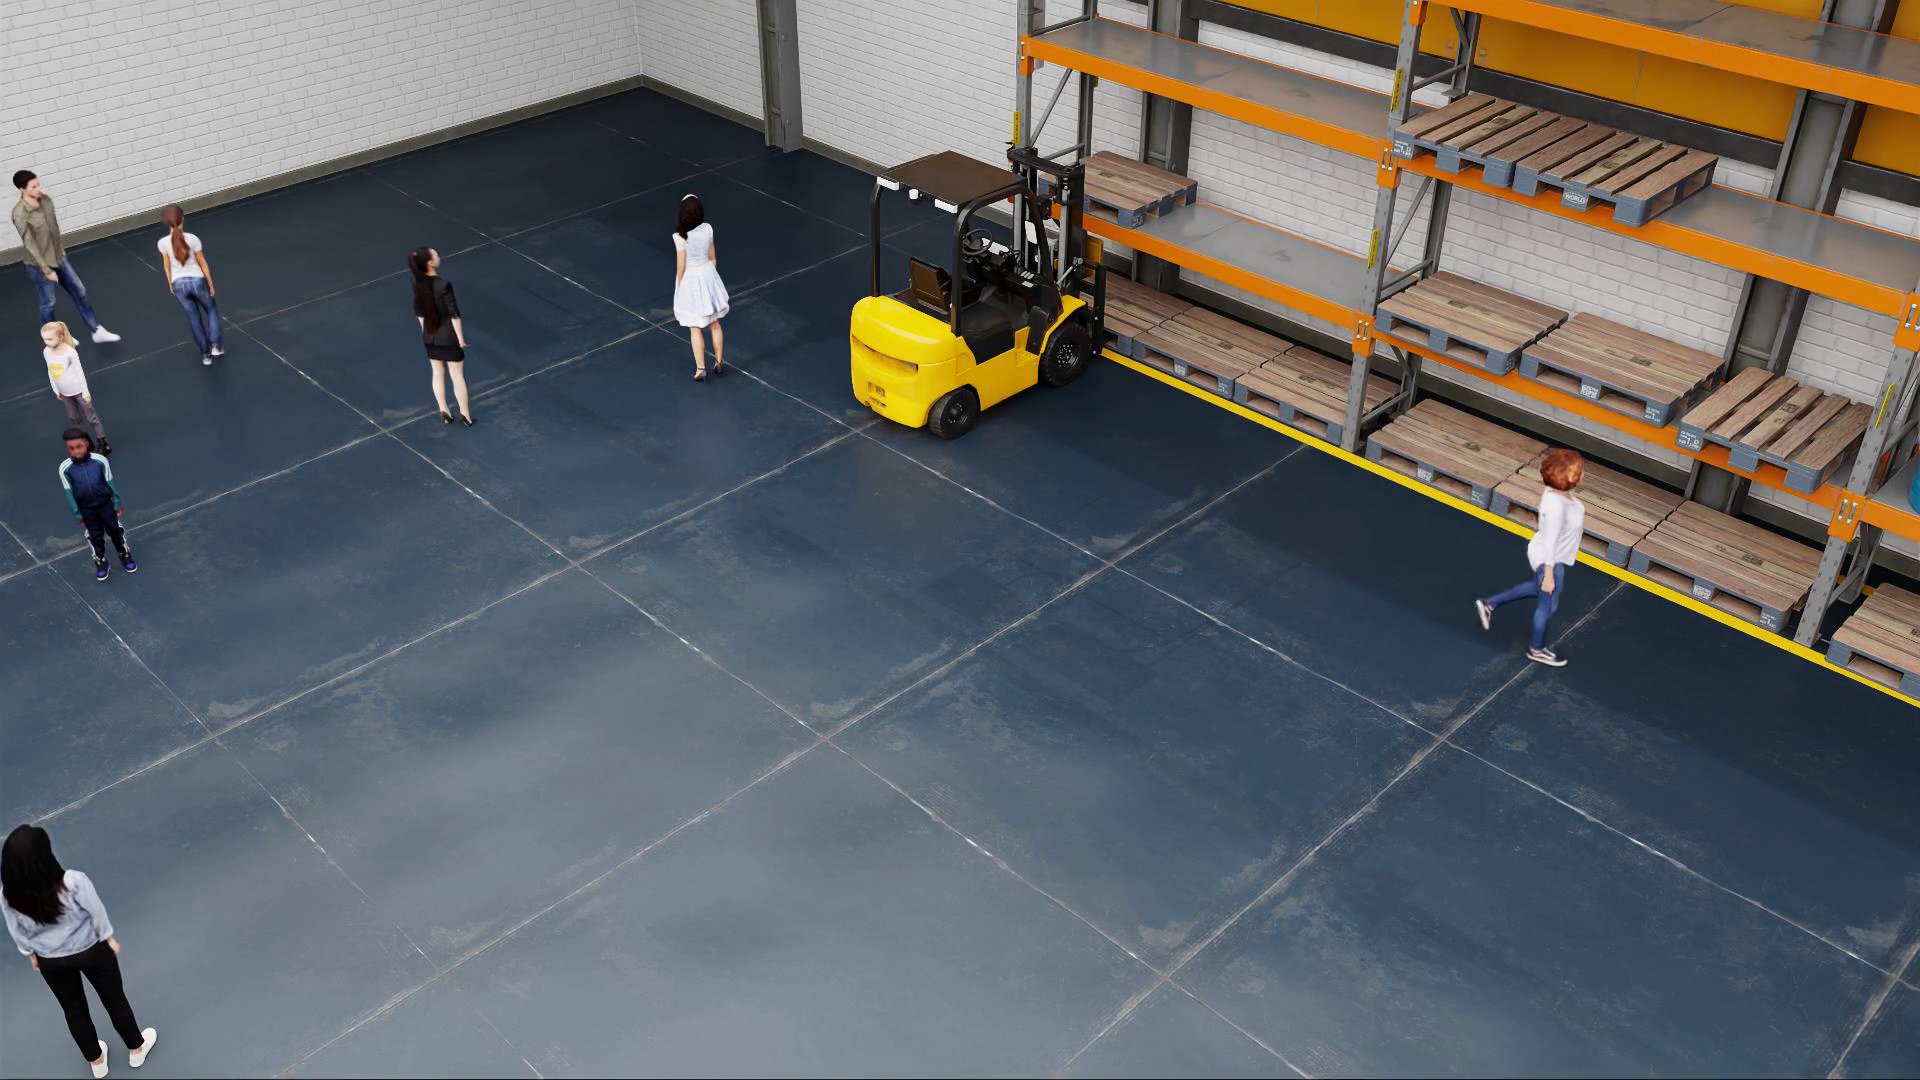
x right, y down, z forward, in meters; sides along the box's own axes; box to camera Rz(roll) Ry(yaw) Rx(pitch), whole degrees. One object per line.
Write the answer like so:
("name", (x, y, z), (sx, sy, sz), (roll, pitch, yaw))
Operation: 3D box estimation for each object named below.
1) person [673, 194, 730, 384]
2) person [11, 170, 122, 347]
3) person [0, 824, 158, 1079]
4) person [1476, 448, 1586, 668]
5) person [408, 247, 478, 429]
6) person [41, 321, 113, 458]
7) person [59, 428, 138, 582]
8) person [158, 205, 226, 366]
("person", (-2.397, -2.304, 15.303), (0.727, 1.817, 0.753), (-23, 40, -30))
("person", (-8.762, -2.657, 15.826), (1.108, 1.826, 0.980), (8, 34, 12))
("person", (-4.640, 2.154, 8.693), (0.681, 1.710, 0.693), (-9, 35, -14))
("person", (4.099, 0.102, 11.797), (1.045, 1.691, 0.868), (13, 36, 19))
("person", (-4.553, -1.771, 14.611), (0.587, 1.696, 0.719), (12, 36, 18))
("person", (-7.600, -1.292, 14.268), (0.558, 1.277, 0.630), (5, 34, 8))
("person", (-6.655, -0.300, 12.795), (0.544, 1.256, 0.541), (-17, 37, -24))
("person", (-7.236, -2.368, 15.640), (0.647, 1.551, 0.678), (-11, 35, -16))
